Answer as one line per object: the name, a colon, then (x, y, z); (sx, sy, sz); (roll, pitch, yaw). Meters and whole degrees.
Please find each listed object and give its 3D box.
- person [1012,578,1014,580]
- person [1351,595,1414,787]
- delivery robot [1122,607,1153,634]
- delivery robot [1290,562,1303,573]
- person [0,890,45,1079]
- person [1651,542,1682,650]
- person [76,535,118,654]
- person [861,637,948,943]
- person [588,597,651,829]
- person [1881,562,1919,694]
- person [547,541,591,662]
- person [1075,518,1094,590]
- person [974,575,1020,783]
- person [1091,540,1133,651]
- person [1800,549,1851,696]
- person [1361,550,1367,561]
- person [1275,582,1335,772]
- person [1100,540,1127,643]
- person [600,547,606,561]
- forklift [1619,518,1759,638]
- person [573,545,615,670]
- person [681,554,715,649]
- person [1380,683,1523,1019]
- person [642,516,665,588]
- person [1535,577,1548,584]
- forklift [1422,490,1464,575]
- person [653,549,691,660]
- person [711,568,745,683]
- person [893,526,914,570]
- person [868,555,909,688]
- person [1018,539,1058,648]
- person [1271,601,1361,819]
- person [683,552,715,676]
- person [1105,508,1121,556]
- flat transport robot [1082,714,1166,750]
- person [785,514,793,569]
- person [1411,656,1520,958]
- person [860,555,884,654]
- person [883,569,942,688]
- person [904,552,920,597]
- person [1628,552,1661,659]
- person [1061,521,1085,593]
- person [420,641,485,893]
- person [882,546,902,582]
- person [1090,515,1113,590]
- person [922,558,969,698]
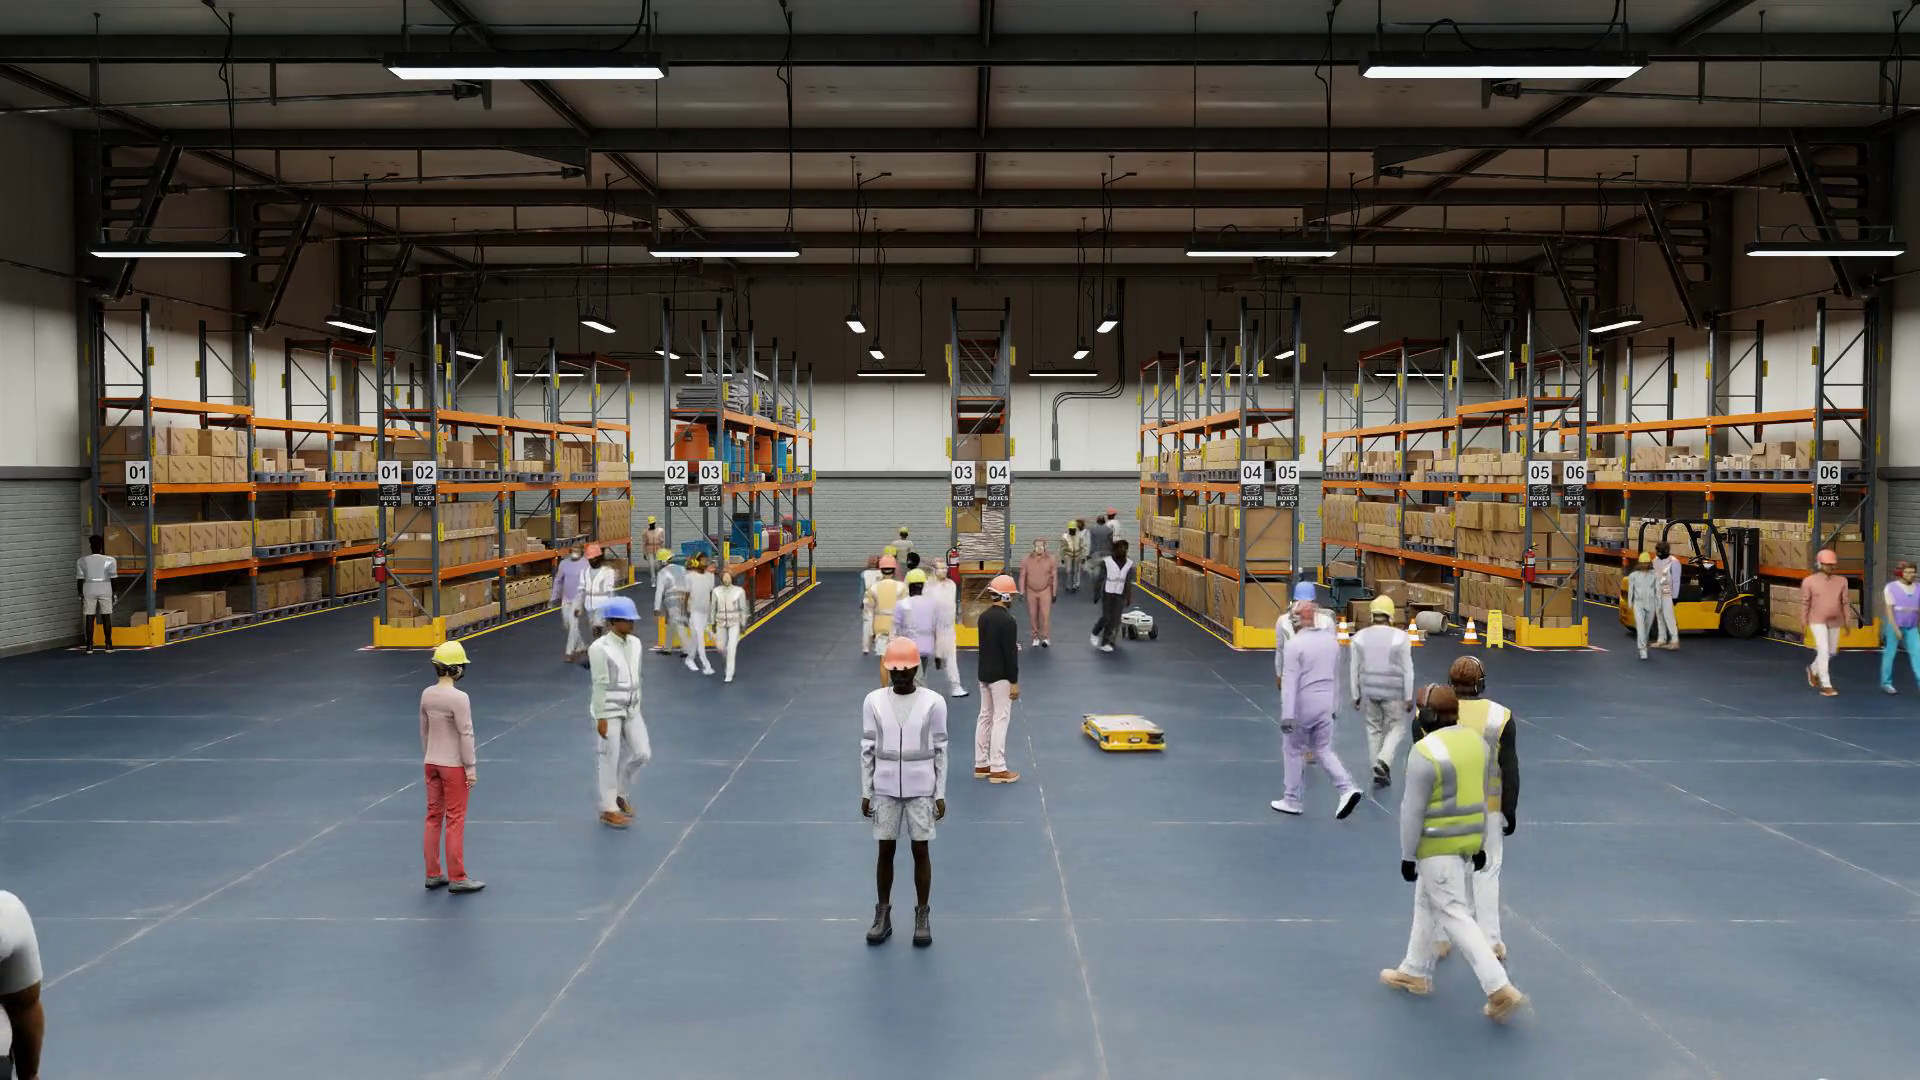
person: (1.001, 0.218, 45.403); (1.014, 1.850, 0.653); (0, 2, 9)
person: (3.961, 1.428, 15.174); (0.613, 1.816, 0.467); (2, 3, 35)
delivery robot: (3.212, 1.465, 29.291); (0.477, 0.478, 0.707); (-1, 2, -20)
delivery robot: (9.093, 0.857, 44.610); (0.707, 0.478, 0.477); (0, 2, -2)
person: (-3.270, 1.741, 5.078); (0.702, 2.000, 0.842); (-1, 3, -25)
person: (11.963, 0.941, 27.420); (0.429, 1.835, 0.644); (-1, 2, -13)
person: (-14.309, 0.894, 26.787); (0.611, 1.966, 0.362); (-1, 3, -26)
person: (-0.358, 1.570, 10.175); (0.551, 1.932, 0.378); (0, 2, 7)
person: (-2.860, 1.436, 13.523); (0.431, 1.930, 0.625); (1, 3, 33)
person: (12.607, 1.189, 21.476); (0.567, 1.786, 0.960); (0, 2, -2)
person: (-6.138, 0.970, 25.628); (0.709, 1.906, 0.618); (1, 2, 24)
person: (3.196, 0.355, 41.618); (0.702, 1.867, 0.587); (-2, 3, -43)
person: (0.388, 1.331, 15.661); (0.418, 1.985, 0.613); (-1, 3, -28)
person: (2.586, 0.924, 27.186); (0.635, 1.872, 0.568); (-1, 3, -32)
person: (11.685, 1.093, 21.868); (0.624, 1.964, 0.886); (0, 2, 1)
person: (11.275, 0.257, 44.499); (0.991, 1.840, 0.585); (1, 2, 21)
person: (3.489, 1.357, 16.276); (0.614, 1.893, 1.048); (0, 2, 10)
person: (2.715, 0.912, 28.390); (0.529, 1.814, 0.841); (1, 2, 16)
person: (-10.550, 0.101, 47.142); (0.608, 1.948, 1.029); (0, 2, -1)
forklift: (13.417, 0.684, 29.791); (2.313, 2.155, 1.214); (0, 2, 0)
person: (-5.553, 1.028, 24.403); (0.550, 1.883, 0.976); (1, 2, 21)
person: (-4.462, 1.045, 27.362); (0.472, 1.621, 0.505); (0, 2, -6)
person: (2.725, 1.694, 8.927); (0.630, 1.798, 0.941); (-2, 3, -40)
person: (-8.017, 0.309, 42.278); (0.610, 1.902, 0.425); (0, 2, -8)
person: (12.066, 0.636, 33.858); (0.564, 1.917, 0.410); (0, 2, -2)
forklift: (13.926, -0.371, 47.846); (1.873, 2.768, 1.129); (0, 2, 0)
person: (-4.627, 1.029, 25.874); (0.857, 1.764, 0.604); (1, 3, 27)
person: (-3.310, 1.209, 23.188); (0.521, 1.619, 0.567); (0, 2, 9)
person: (-1.345, 0.548, 38.126); (0.527, 1.752, 0.613); (0, 2, 1)
person: (-0.899, 1.152, 20.877); (0.557, 1.910, 0.839); (0, 2, 6)
person: (1.328, 0.915, 27.574); (0.657, 1.858, 0.966); (0, 2, 9)
person: (3.063, 1.460, 13.932); (0.671, 1.870, 0.767); (-2, 3, -34)
person: (-3.891, 1.075, 24.139); (0.532, 1.823, 0.978); (-2, 3, -40)
person: (4.432, 0.091, 46.261); (0.667, 2.029, 0.613); (2, 3, 41)
flat transport robot: (1.792, 2.108, 17.805); (0.652, 0.197, 1.431); (0, 2, -6)
person: (-4.794, 0.225, 44.888); (1.033, 1.884, 0.536); (-1, 2, -24)
person: (3.095, 1.627, 9.892); (0.634, 1.841, 0.429); (1, 3, 25)
person: (-1.418, 1.064, 26.750); (0.563, 1.625, 0.395); (2, 3, 34)
person: (-0.524, 1.270, 18.580); (0.601, 1.866, 1.015); (-2, 3, -35)
person: (-0.766, 1.044, 26.383); (0.318, 1.697, 0.534); (-1, 2, -24)
person: (11.096, 1.045, 26.190); (0.495, 1.706, 0.853); (0, 2, 12)
person: (2.848, 0.437, 40.431); (0.594, 1.795, 0.846); (0, 2, -7)
person: (-3.621, 1.602, 11.474); (0.525, 1.769, 0.315); (2, 3, 35)
person: (-1.139, 0.973, 27.564); (0.610, 1.728, 0.556); (0, 2, 5)
person: (3.631, 0.322, 41.550); (0.633, 1.939, 0.368); (0, 2, -4)
person: (-0.288, 1.162, 21.503); (0.667, 1.853, 1.015); (-2, 3, -35)
